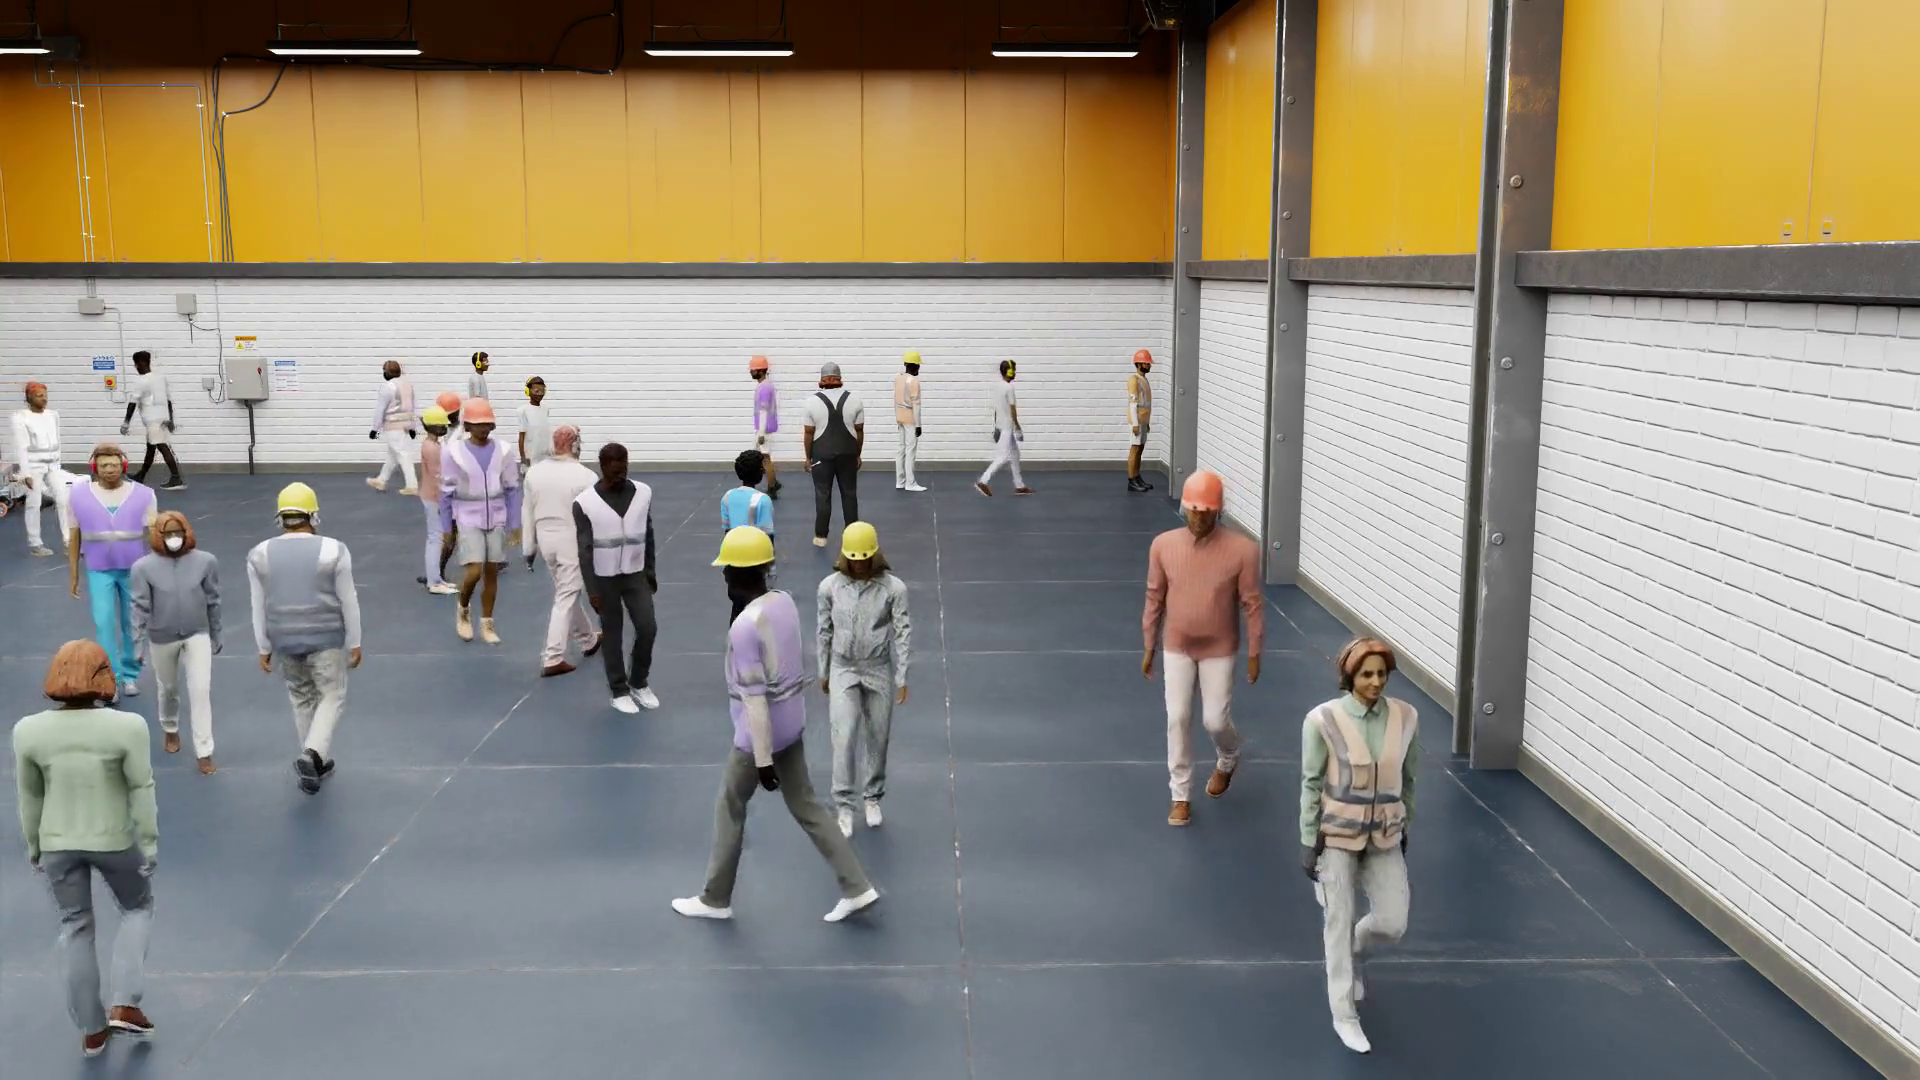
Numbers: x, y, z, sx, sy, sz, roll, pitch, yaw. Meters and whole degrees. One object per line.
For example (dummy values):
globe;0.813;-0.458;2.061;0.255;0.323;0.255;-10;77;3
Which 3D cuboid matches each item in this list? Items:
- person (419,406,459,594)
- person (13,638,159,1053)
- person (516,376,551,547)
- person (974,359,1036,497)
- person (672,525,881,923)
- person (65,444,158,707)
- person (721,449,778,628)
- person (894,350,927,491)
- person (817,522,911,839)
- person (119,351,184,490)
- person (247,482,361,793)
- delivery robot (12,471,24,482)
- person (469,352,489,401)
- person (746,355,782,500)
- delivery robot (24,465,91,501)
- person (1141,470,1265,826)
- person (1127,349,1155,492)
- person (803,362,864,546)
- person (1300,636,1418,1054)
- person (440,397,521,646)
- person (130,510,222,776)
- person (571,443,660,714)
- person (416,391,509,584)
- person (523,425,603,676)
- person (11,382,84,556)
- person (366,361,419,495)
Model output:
person;-4.888;-0.376;15.577;0.321;1.767;0.533;-4;10;-21
person;-3.367;1.180;6.453;0.511;1.618;0.342;-2;9;-12
person;-4.649;-0.868;18.286;0.310;1.864;0.532;4;10;23
person;0.602;-1.492;22.203;0.874;1.838;0.533;-2;10;-13
person;-0.840;0.864;7.632;0.976;1.886;0.585;3;10;20
person;-5.859;0.248;11.573;0.603;1.811;0.841;-5;11;-29
person;-1.558;0.170;12.435;0.532;1.696;0.319;8;12;41
person;-0.681;-1.630;22.766;0.386;1.926;0.591;-5;11;-29
person;-0.516;0.728;8.952;0.510;1.713;0.441;-1;9;-4
person;-11.170;-1.640;22.878;1.015;1.895;0.643;2;9;11
person;-3.787;0.576;9.616;0.597;1.807;0.707;-1;9;-4
delivery robot;-11.905;-0.770;21.405;0.477;0.478;0.707;3;10;18
person;-6.832;-1.753;23.738;0.333;1.866;0.514;-2;9;-13
person;-2.579;-1.463;21.750;0.419;1.919;0.556;-1;9;-9
delivery robot;-11.382;-0.702;20.988;0.707;0.478;0.477;-2;9;-13
person;1.336;0.573;9.131;0.664;1.968;0.625;4;10;21
person;2.478;-1.634;22.758;0.360;1.939;0.543;4;10;23
person;-1.400;-0.952;18.262;0.673;2.000;0.536;-2;10;-14
person;1.544;1.166;6.542;0.520;1.626;0.438;-2;9;-13
person;-3.826;-0.138;13.349;0.602;2.021;0.441;-6;11;-35
person;-4.802;0.589;10.199;0.512;1.592;0.849;-6;11;-31
person;-2.309;0.273;11.274;0.640;1.873;0.485;-7;11;-36
person;-4.843;-0.526;16.209;0.988;1.868;0.559;-9;13;-44
person;-2.930;0.052;12.670;0.683;1.851;0.980;4;10;25
person;-9.538;-0.720;17.411;0.852;1.847;0.596;4;10;22
person;-7.708;-1.511;22.433;0.932;1.799;0.627;2;9;12
